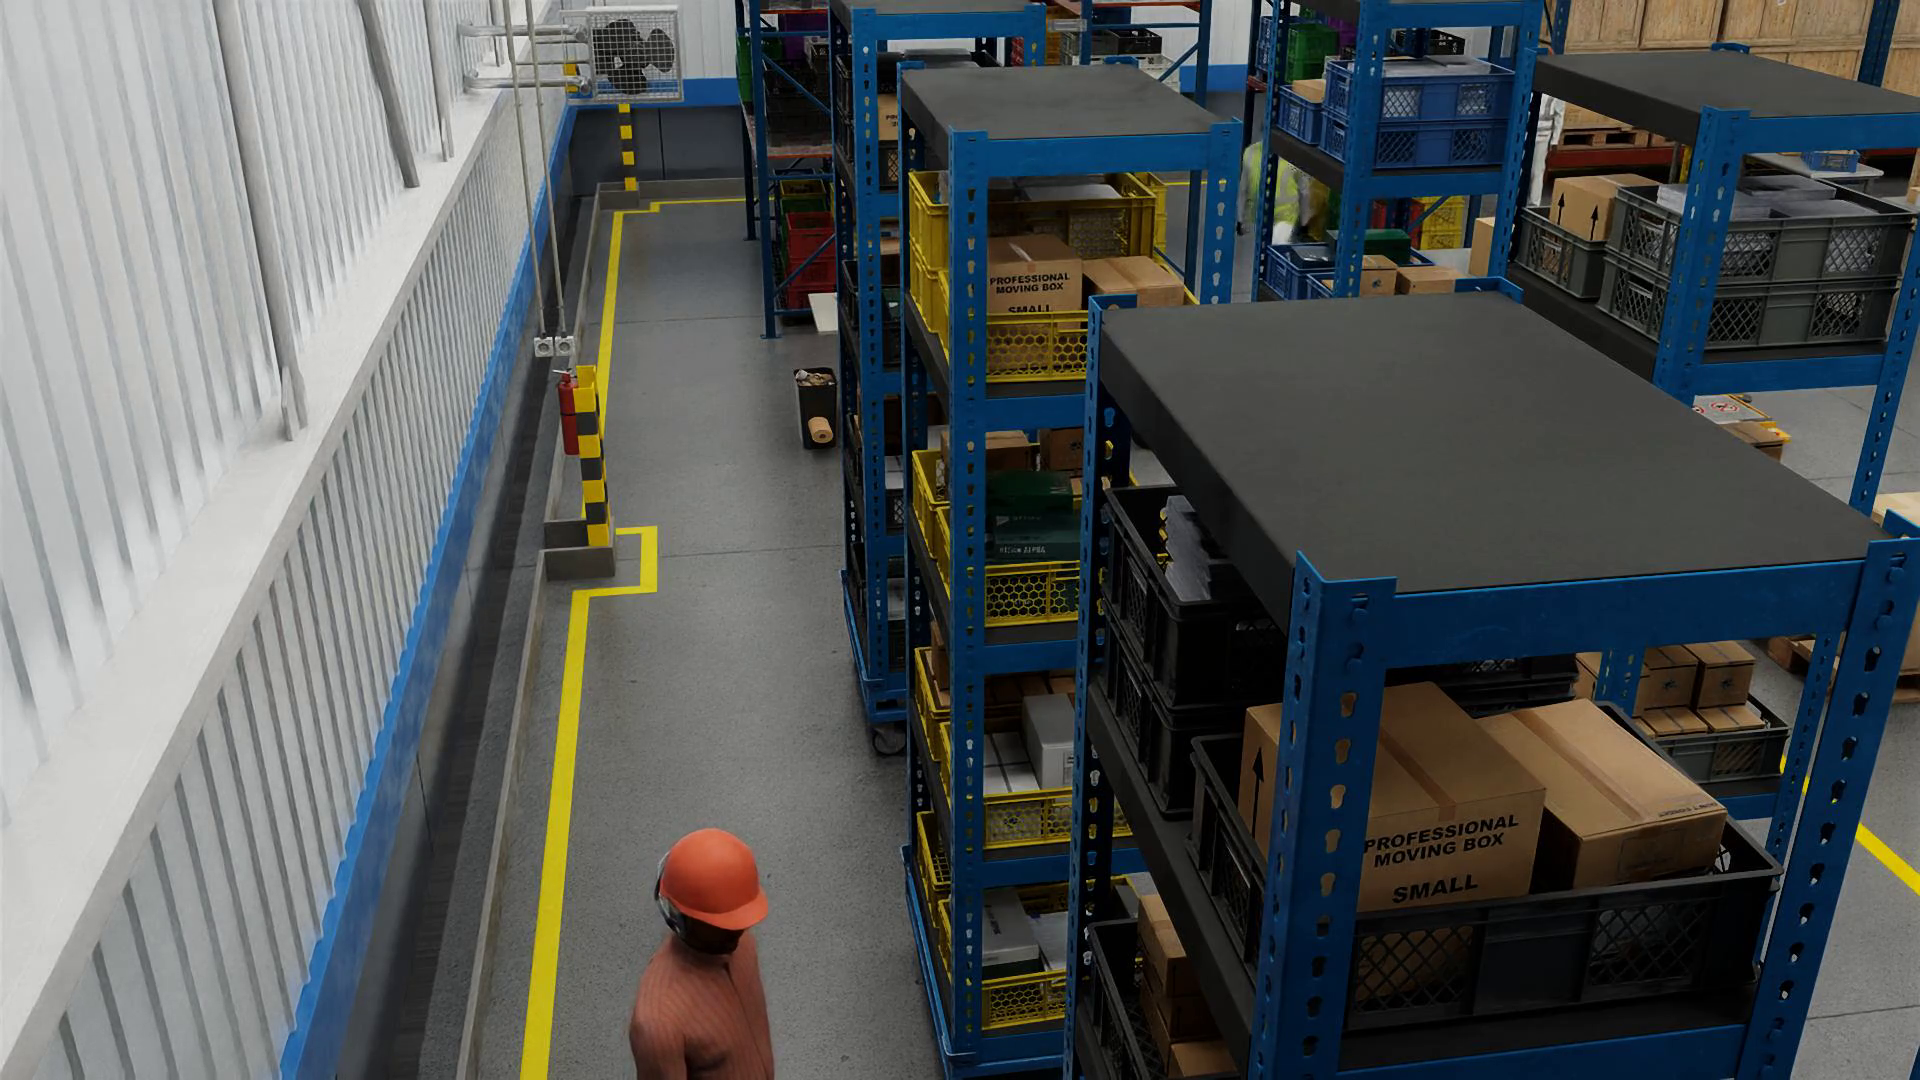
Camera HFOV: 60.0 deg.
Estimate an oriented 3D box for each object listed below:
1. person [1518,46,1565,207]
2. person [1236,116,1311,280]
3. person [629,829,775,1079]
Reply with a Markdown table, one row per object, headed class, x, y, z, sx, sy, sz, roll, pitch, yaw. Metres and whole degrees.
| class | x | y | z | sx | sy | sz | roll | pitch | yaw |
| --- | --- | --- | --- | --- | --- | --- | --- | --- | --- |
| person | 6.054 | -4.262 | 17.613 | 0.572 | 1.886 | 0.355 | 15 | 28 | 29 |
| person | 2.792 | -2.873 | 14.717 | 0.629 | 1.801 | 0.902 | 18 | 30 | 34 |
| person | -0.671 | 1.650 | 4.634 | 0.391 | 1.990 | 0.619 | 5 | 25 | 12 |
